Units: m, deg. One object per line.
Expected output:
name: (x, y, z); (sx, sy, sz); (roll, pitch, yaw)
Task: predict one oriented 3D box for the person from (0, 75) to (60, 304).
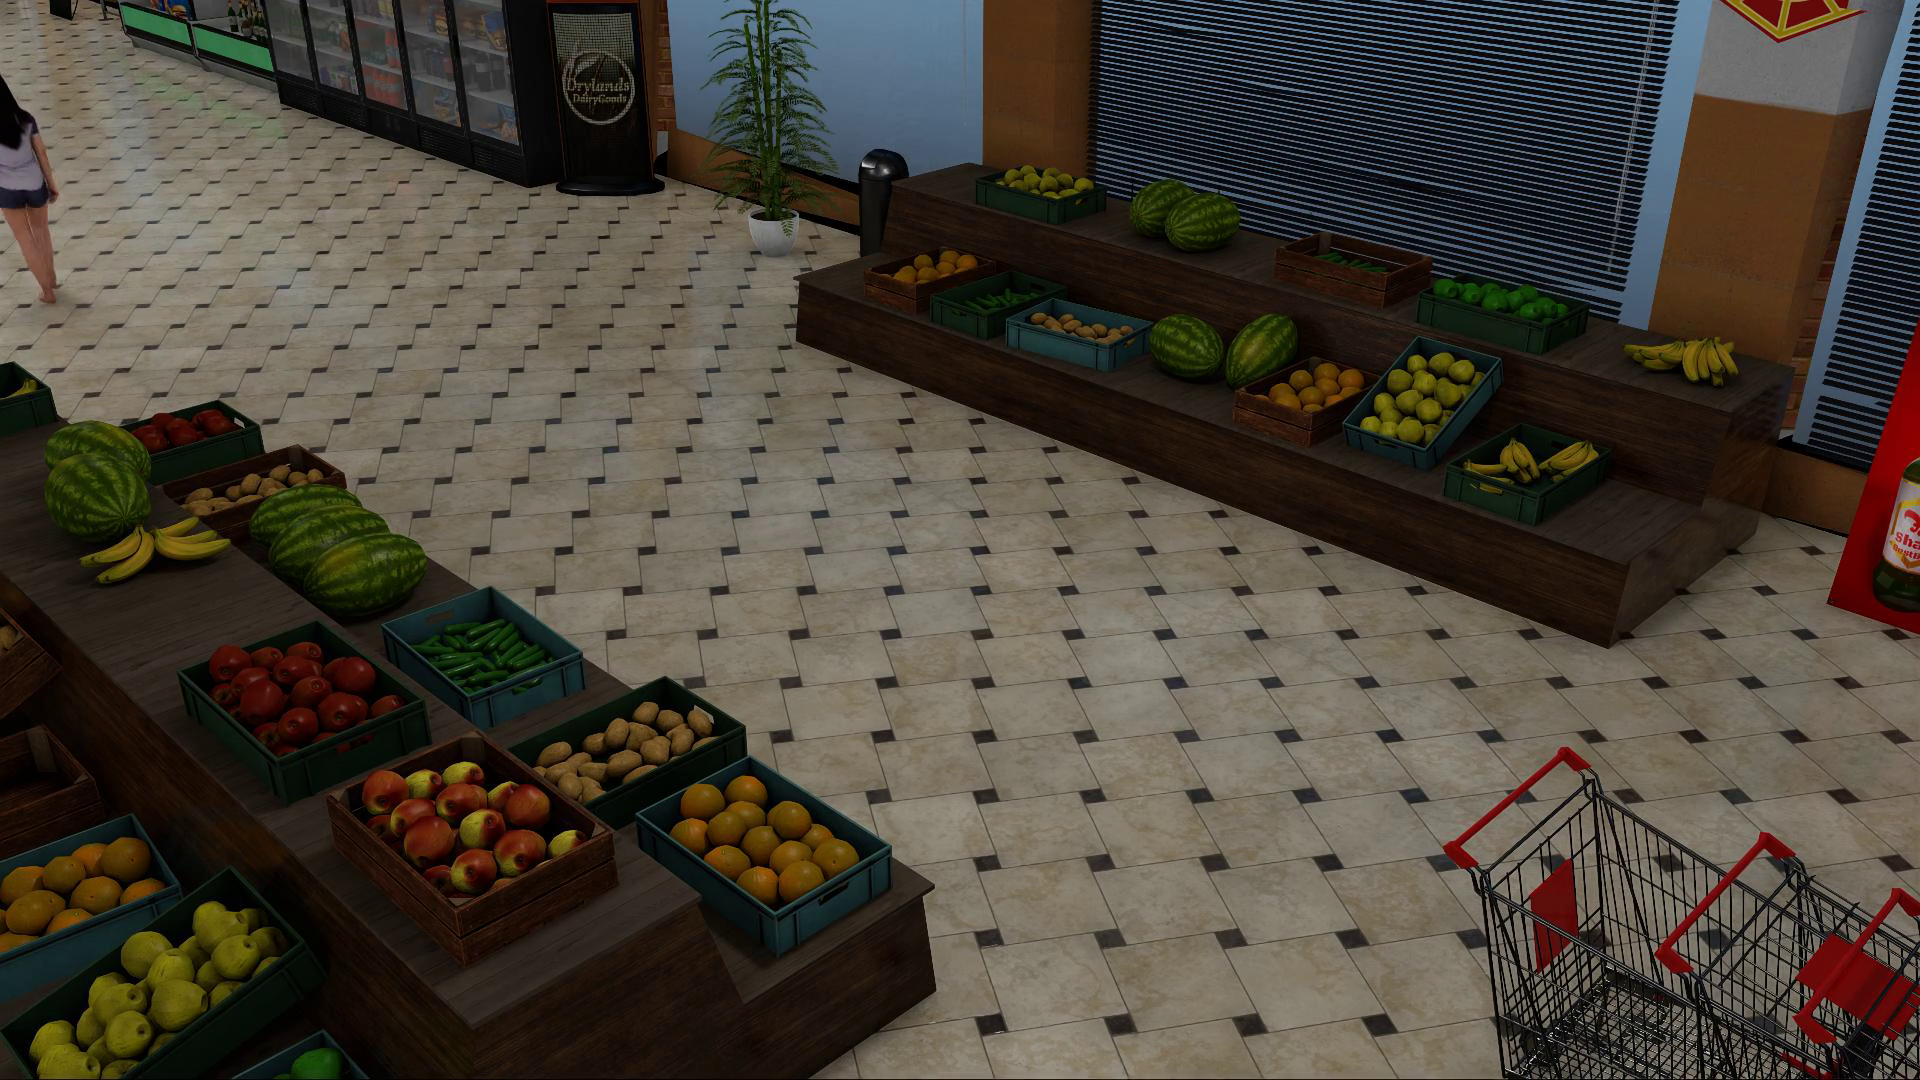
person: (-6.817, -2.547, 12.095); (0.625, 1.692, 0.710); (-23, 35, -38)
